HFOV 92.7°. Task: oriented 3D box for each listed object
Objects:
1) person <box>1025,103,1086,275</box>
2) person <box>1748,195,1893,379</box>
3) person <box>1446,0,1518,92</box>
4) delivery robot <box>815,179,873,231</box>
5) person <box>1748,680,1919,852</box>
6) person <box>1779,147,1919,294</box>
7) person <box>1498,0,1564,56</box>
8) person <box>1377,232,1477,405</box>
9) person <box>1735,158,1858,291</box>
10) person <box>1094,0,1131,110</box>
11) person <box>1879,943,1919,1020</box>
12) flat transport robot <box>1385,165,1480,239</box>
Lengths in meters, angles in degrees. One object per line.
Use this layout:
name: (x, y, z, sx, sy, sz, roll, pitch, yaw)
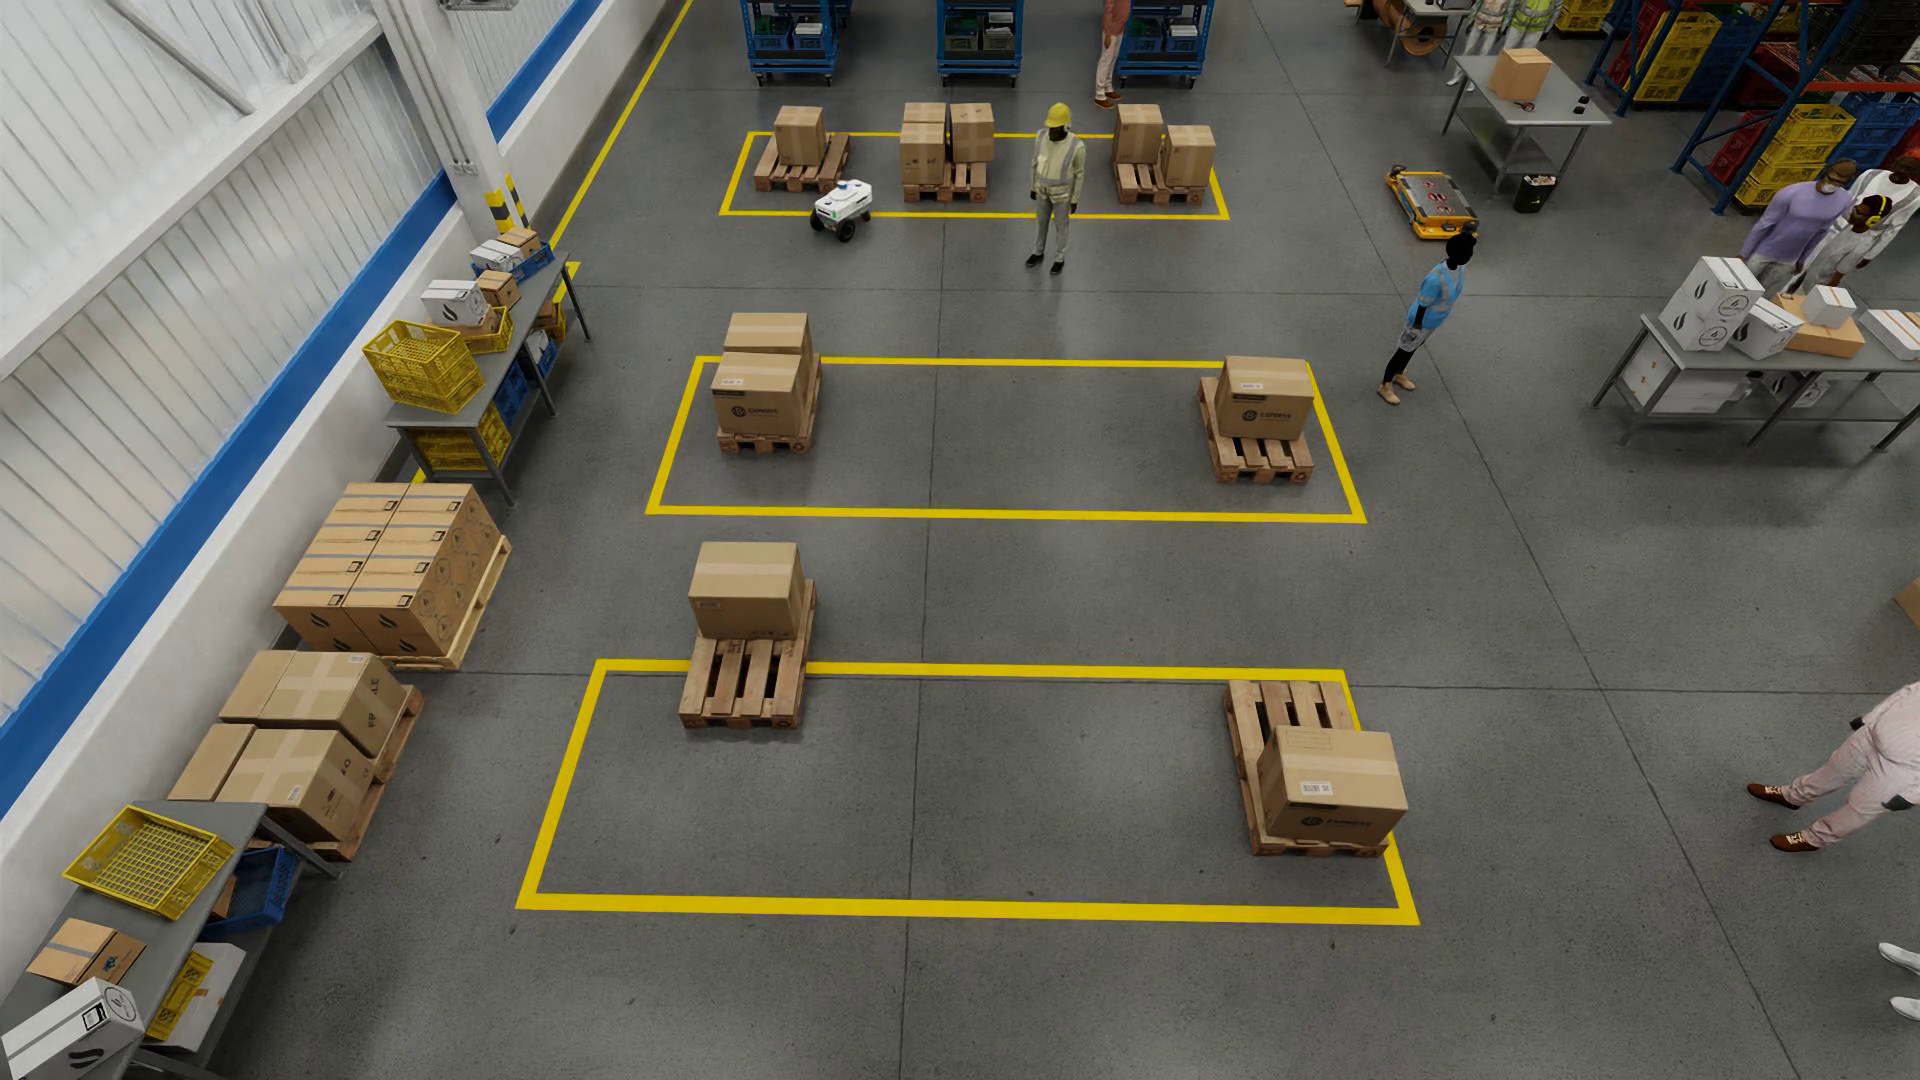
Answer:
person: (0.994, -3.688, 9.681, 0.592, 1.833, 0.404, 27, 54, 22)
person: (7.851, -2.312, 8.475, 0.337, 1.866, 0.513, 19, 52, 16)
person: (7.371, -7.178, 12.830, 0.518, 1.637, 0.310, 33, 57, 25)
delivery robot: (-1.344, -3.937, 10.677, 0.477, 0.478, 0.707, 30, 55, 23)
person: (5.464, 1.255, 5.354, 0.410, 1.910, 0.643, 8, 50, 7)
person: (8.737, -2.946, 9.016, 0.361, 1.878, 0.579, -23, 53, -18)
person: (7.829, -7.095, 12.634, 0.629, 1.837, 0.431, 20, 52, 17)
person: (4.237, -2.008, 8.316, 0.532, 1.696, 0.319, -35, 58, -26)
person: (7.808, -2.736, 8.792, 0.627, 1.934, 0.370, 8, 50, 7)
person: (2.105, -6.909, 12.369, 0.392, 1.986, 0.611, 23, 53, 19)
person: (5.636, 2.038, 4.671, 0.372, 1.915, 0.596, 19, 52, 16)
flat transport robot: (5.692, -4.094, 11.059, 0.652, 0.197, 1.431, 1, 49, 1)
